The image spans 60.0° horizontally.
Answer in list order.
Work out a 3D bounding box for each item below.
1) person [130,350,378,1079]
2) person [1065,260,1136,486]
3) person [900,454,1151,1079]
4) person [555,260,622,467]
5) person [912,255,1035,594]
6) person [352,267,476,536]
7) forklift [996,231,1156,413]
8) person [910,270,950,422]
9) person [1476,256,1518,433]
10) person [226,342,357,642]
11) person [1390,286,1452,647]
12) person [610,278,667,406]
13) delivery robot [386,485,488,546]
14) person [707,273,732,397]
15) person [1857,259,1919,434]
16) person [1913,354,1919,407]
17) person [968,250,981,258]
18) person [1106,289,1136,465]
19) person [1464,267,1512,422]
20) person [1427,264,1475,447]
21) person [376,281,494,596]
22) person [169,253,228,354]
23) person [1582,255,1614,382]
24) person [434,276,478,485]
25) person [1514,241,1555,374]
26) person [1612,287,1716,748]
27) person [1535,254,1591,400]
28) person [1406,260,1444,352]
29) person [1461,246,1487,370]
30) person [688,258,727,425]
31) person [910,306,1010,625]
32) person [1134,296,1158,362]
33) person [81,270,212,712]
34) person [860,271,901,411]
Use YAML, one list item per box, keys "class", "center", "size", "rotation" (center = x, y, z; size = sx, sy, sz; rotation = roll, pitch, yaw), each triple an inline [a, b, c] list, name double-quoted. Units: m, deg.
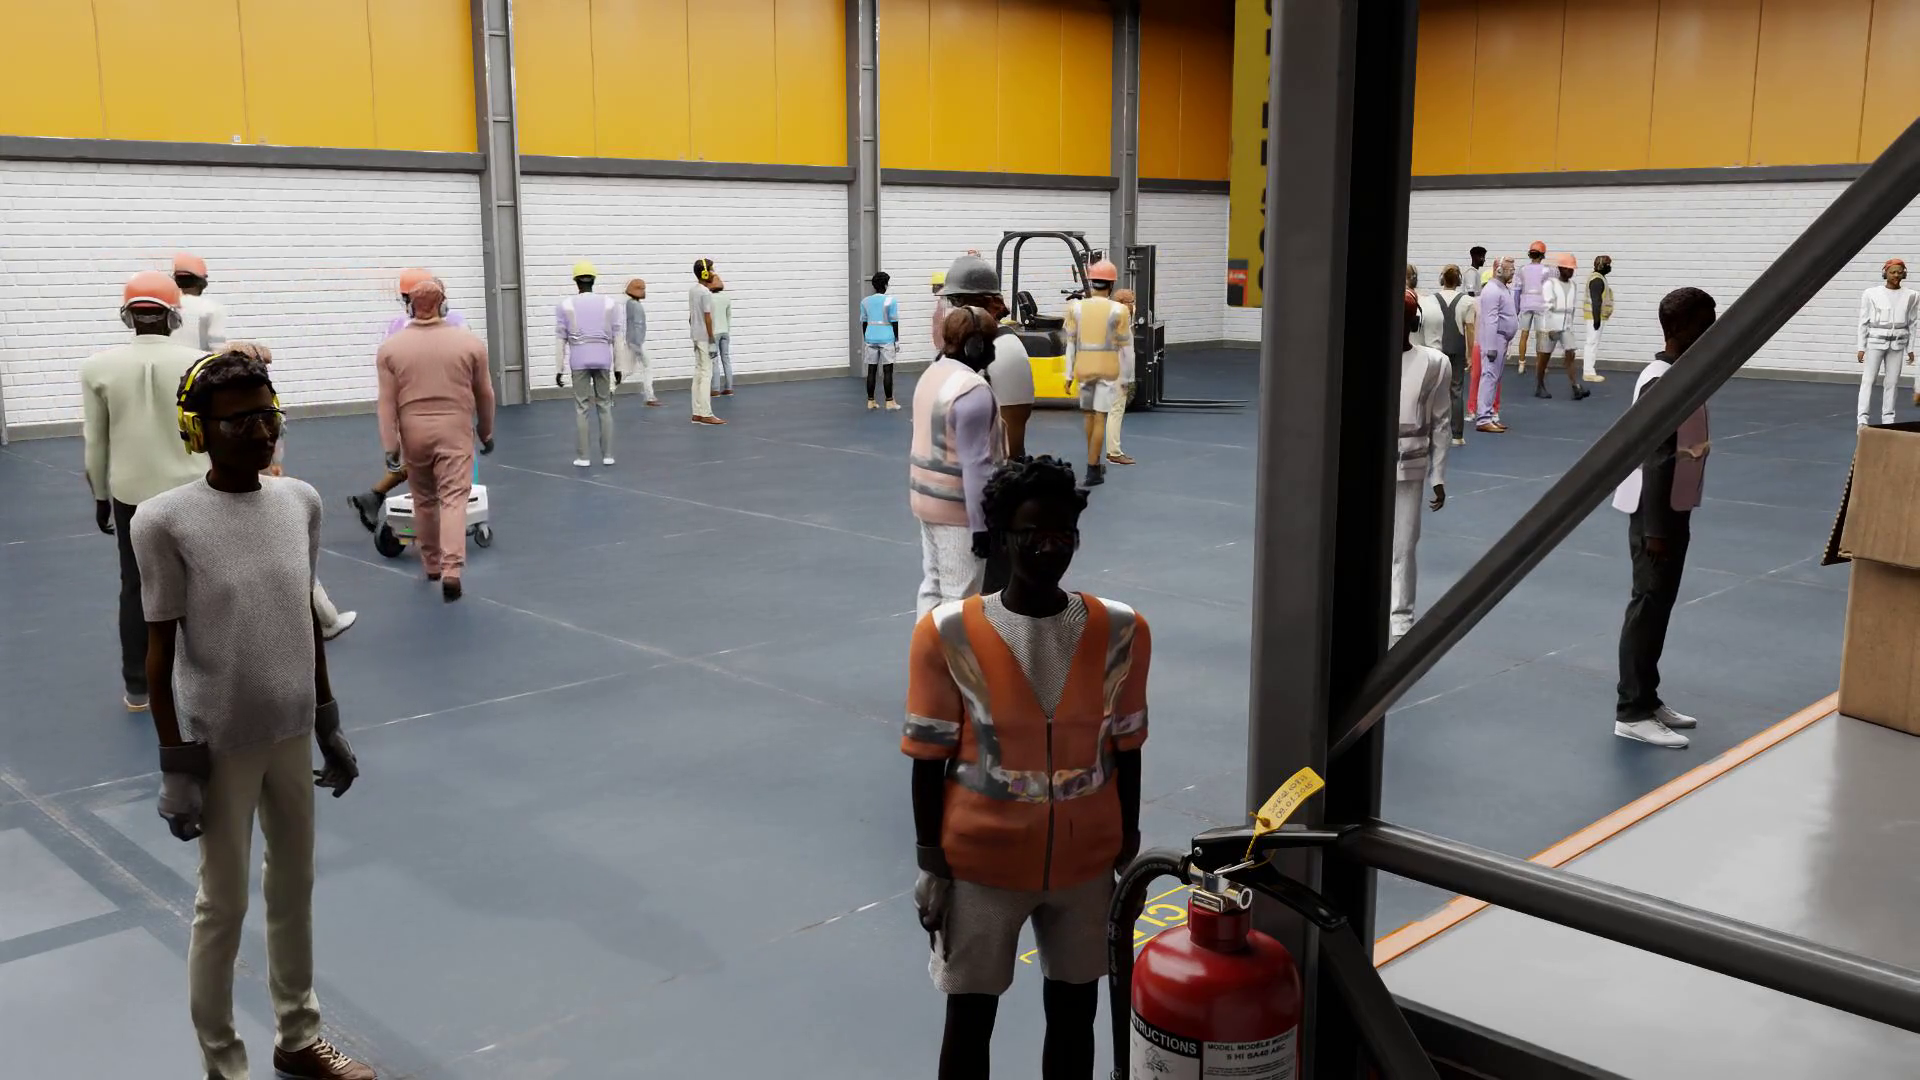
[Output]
- class: "person"
  center: [-1.674, 0.484, 3.971]
  size: [0.325, 1.871, 0.521]
  rotation: [5, 12, 27]
- class: "person"
  center: [1.249, -1.447, 14.385]
  size: [0.579, 1.904, 0.831]
  rotation: [5, 11, 25]
- class: "person"
  center: [0.144, 0.665, 3.449]
  size: [0.535, 1.700, 0.318]
  rotation: [-3, 11, -13]
- class: "person"
  center: [-3.448, -1.635, 15.441]
  size: [0.599, 1.905, 0.444]
  rotation: [-5, 11, -25]
- class: "person"
  center: [0.032, -0.349, 8.045]
  size: [0.538, 2.000, 0.685]
  rotation: [-5, 12, -27]
- class: "person"
  center: [-3.830, -0.937, 11.609]
  size: [0.742, 1.919, 0.546]
  rotation: [-5, 12, -27]
- class: "forklift"
  center: [1.222, -2.721, 20.561]
  size: [2.313, 2.155, 1.214]
  rotation: [2, 11, 13]
- class: "person"
  center: [-0.169, -2.204, 18.981]
  size: [0.750, 1.744, 0.538]
  rotation: [0, 10, 2]
- class: "person"
  center: [5.858, -2.127, 18.114]
  size: [0.402, 1.904, 0.652]
  rotation: [5, 11, 24]
- class: "person"
  center: [-3.610, -0.213, 8.529]
  size: [0.517, 1.587, 0.839]
  rotation: [7, 13, 34]
- class: "person"
  center: [2.154, -0.330, 8.368]
  size: [0.573, 1.885, 0.355]
  rotation: [2, 11, 13]
- class: "person"
  center: [-4.076, -2.448, 20.681]
  size: [0.726, 1.607, 0.507]
  rotation: [-6, 12, -29]
- class: "delivery robot"
  center: [-3.500, -0.225, 11.149]
  size: [0.477, 0.478, 0.707]
  rotation: [5, 11, 23]
- class: "person"
  center: [-3.232, -2.721, 22.095]
  size: [0.270, 1.632, 0.508]
  rotation: [8, 13, 37]
- class: "person"
  center: [9.898, -2.053, 17.773]
  size: [0.573, 1.883, 0.356]
  rotation: [2, 11, 11]
- class: "person"
  center: [8.308, -1.282, 13.779]
  size: [0.704, 1.808, 0.519]
  rotation: [5, 12, 25]
- class: "person"
  center: [0.201, -3.535, 25.786]
  size: [0.643, 1.909, 0.410]
  rotation: [10, 14, 43]
- class: "person"
  center: [1.514, -1.528, 15.588]
  size: [0.280, 1.634, 0.499]
  rotation: [0, 10, 1]
- class: "person"
  center: [6.060, -2.234, 19.084]
  size: [0.533, 1.768, 0.330]
  rotation: [4, 11, 21]
- class: "person"
  center: [4.931, -1.865, 16.846]
  size: [0.506, 1.845, 0.344]
  rotation: [4, 11, 19]
- class: "person"
  center: [-3.132, -0.610, 9.986]
  size: [0.643, 1.871, 0.972]
  rotation: [-2, 11, -9]
- class: "person"
  center: [-6.066, -1.268, 13.220]
  size: [0.629, 1.979, 1.085]
  rotation: [0, 10, 1]
- class: "person"
  center: [9.357, -3.248, 24.399]
  size: [0.429, 1.843, 0.627]
  rotation: [4, 11, 20]
- class: "person"
  center: [-3.970, -1.118, 12.838]
  size: [0.581, 1.826, 0.437]
  rotation: [6, 12, 28]
- class: "person"
  center: [8.858, -3.581, 25.659]
  size: [0.605, 2.045, 0.379]
  rotation: [7, 12, 33]
- class: "person"
  center: [2.977, -0.104, 7.044]
  size: [0.385, 1.918, 0.596]
  rotation: [6, 12, 30]
- class: "person"
  center: [7.819, -2.747, 21.549]
  size: [0.554, 1.884, 0.978]
  rotation: [-3, 11, -15]
- class: "person"
  center: [3.519, -1.257, 13.276]
  size: [0.635, 1.937, 0.352]
  rotation: [10, 14, 43]
- class: "person"
  center: [8.142, -3.681, 26.423]
  size: [0.366, 1.962, 0.614]
  rotation: [3, 11, 17]
- class: "person"
  center: [-2.888, -2.242, 18.834]
  size: [0.326, 1.874, 0.518]
  rotation: [-6, 12, -31]
- class: "person"
  center: [-0.002, -0.114, 7.370]
  size: [0.431, 1.832, 0.644]
  rotation: [-3, 11, -18]
- class: "person"
  center: [2.928, -3.747, 26.940]
  size: [0.784, 1.904, 0.620]
  rotation: [-1, 10, -7]
- class: "person"
  center: [-3.603, -0.224, 7.555]
  size: [0.633, 1.980, 0.434]
  rotation: [-3, 11, -17]
- class: "person"
  center: [-0.960, -2.414, 20.254]
  size: [0.532, 1.694, 0.319]
  rotation: [6, 12, 28]
